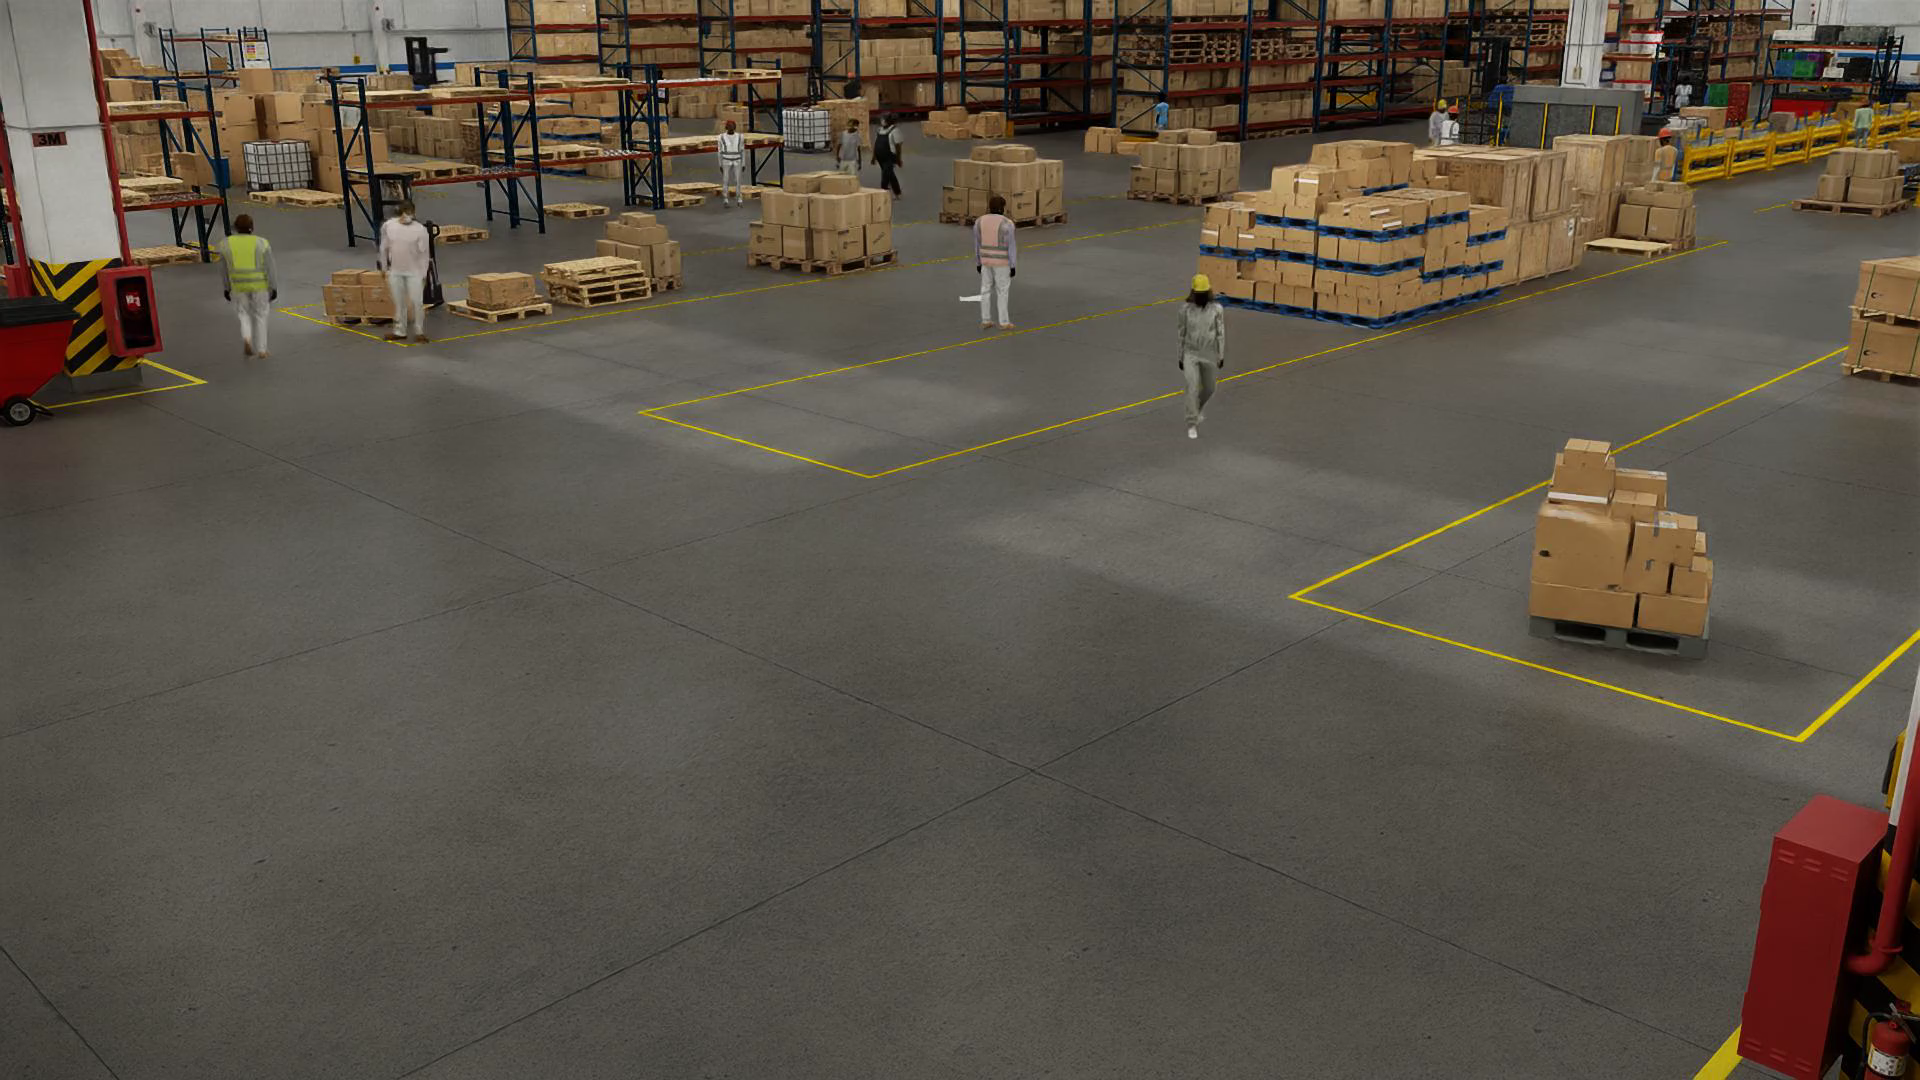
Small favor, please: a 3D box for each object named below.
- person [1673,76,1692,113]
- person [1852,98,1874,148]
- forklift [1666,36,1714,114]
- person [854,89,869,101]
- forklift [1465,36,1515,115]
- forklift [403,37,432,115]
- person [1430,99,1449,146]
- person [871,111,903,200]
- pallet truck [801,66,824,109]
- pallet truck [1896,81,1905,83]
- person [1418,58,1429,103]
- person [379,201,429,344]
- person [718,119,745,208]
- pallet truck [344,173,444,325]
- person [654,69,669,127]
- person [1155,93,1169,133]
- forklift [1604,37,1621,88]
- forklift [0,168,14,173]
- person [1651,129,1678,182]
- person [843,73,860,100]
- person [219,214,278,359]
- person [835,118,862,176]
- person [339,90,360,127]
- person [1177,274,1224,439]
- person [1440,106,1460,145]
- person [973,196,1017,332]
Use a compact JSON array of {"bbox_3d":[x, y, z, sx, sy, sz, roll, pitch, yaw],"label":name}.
[{"bbox_3d":[24.761,-15.075,57.088,0.525,1.668,0.753,2,18,5],"label":"person"},{"bbox_3d":[24.994,-11.406,46.096,0.498,1.632,0.289,-1,18,-3],"label":"person"},{"bbox_3d":[27.341,-17.291,61.877,1.129,2.768,1.873,17,25,41],"label":"forklift"},{"bbox_3d":[-3.026,-12.940,50.735,0.525,1.617,0.553,-8,20,-21],"label":"person"},{"bbox_3d":[19.973,-17.201,61.605,1.873,2.768,1.129,16,24,40],"label":"forklift"},{"bbox_3d":[-19.968,-17.103,61.309,1.129,2.768,1.873,12,22,33],"label":"forklift"},{"bbox_3d":[12.386,-10.449,42.923,0.593,1.822,0.470,-1,18,-4],"label":"person"},{"bbox_3d":[-1.591,-8.481,36.645,1.046,2.000,0.688,-16,24,-39],"label":"person"},{"bbox_3d":[-4.812,-15.182,56.903,0.823,1.965,1.885,-9,21,-26],"label":"pallet truck"},{"bbox_3d":[34.802,-16.331,61.455,0.653,1.274,1.630,17,25,41],"label":"pallet truck"},{"bbox_3d":[19.004,-18.812,68.125,0.440,1.810,0.609,-16,24,-39],"label":"person"},{"bbox_3d":[-7.374,-3.528,21.968,0.798,1.900,0.397,1,18,3],"label":"person"},{"bbox_3d":[-4.891,-8.069,35.671,0.572,1.876,0.355,-6,19,-17],"label":"person"},{"bbox_3d":[-8.209,-4.181,23.757,0.823,1.965,1.885,3,19,9],"label":"pallet truck"},{"bbox_3d":[-10.121,-14.996,56.482,0.588,1.911,0.396,9,21,26],"label":"person"},{"bbox_3d":[5.761,-11.929,47.572,0.321,1.696,0.537,16,24,40],"label":"person"},{"bbox_3d":[23.635,-17.058,61.176,1.129,2.768,1.873,17,25,41],"label":"forklift"},{"bbox_3d":[-24.990,-10.578,41.652,1.129,2.768,1.873,17,25,41],"label":"forklift"},{"bbox_3d":[13.691,-7.046,32.499,0.543,1.928,0.372,-9,21,-26],"label":"person"},{"bbox_3d":[-3.491,-13.961,53.286,0.647,1.950,0.928,-9,20,-25],"label":"person"},{"bbox_3d":[-8.981,-3.204,21.076,0.655,1.830,0.447,-4,19,-10],"label":"person"},{"bbox_3d":[-2.452,-8.310,36.459,0.588,1.832,0.450,-3,19,-9],"label":"person"},{"bbox_3d":[-16.292,-11.009,44.421,0.358,1.938,0.636,11,21,30],"label":"person"},{"bbox_3d":[2.509,-1.959,17.490,0.493,1.723,0.581,-1,18,-4],"label":"person"},{"bbox_3d":[11.427,-9.148,38.841,0.398,1.928,0.541,-10,21,-28],"label":"person"},{"bbox_3d":[0.502,-3.793,22.837,0.634,1.839,0.429,11,21,29],"label":"person"}]
